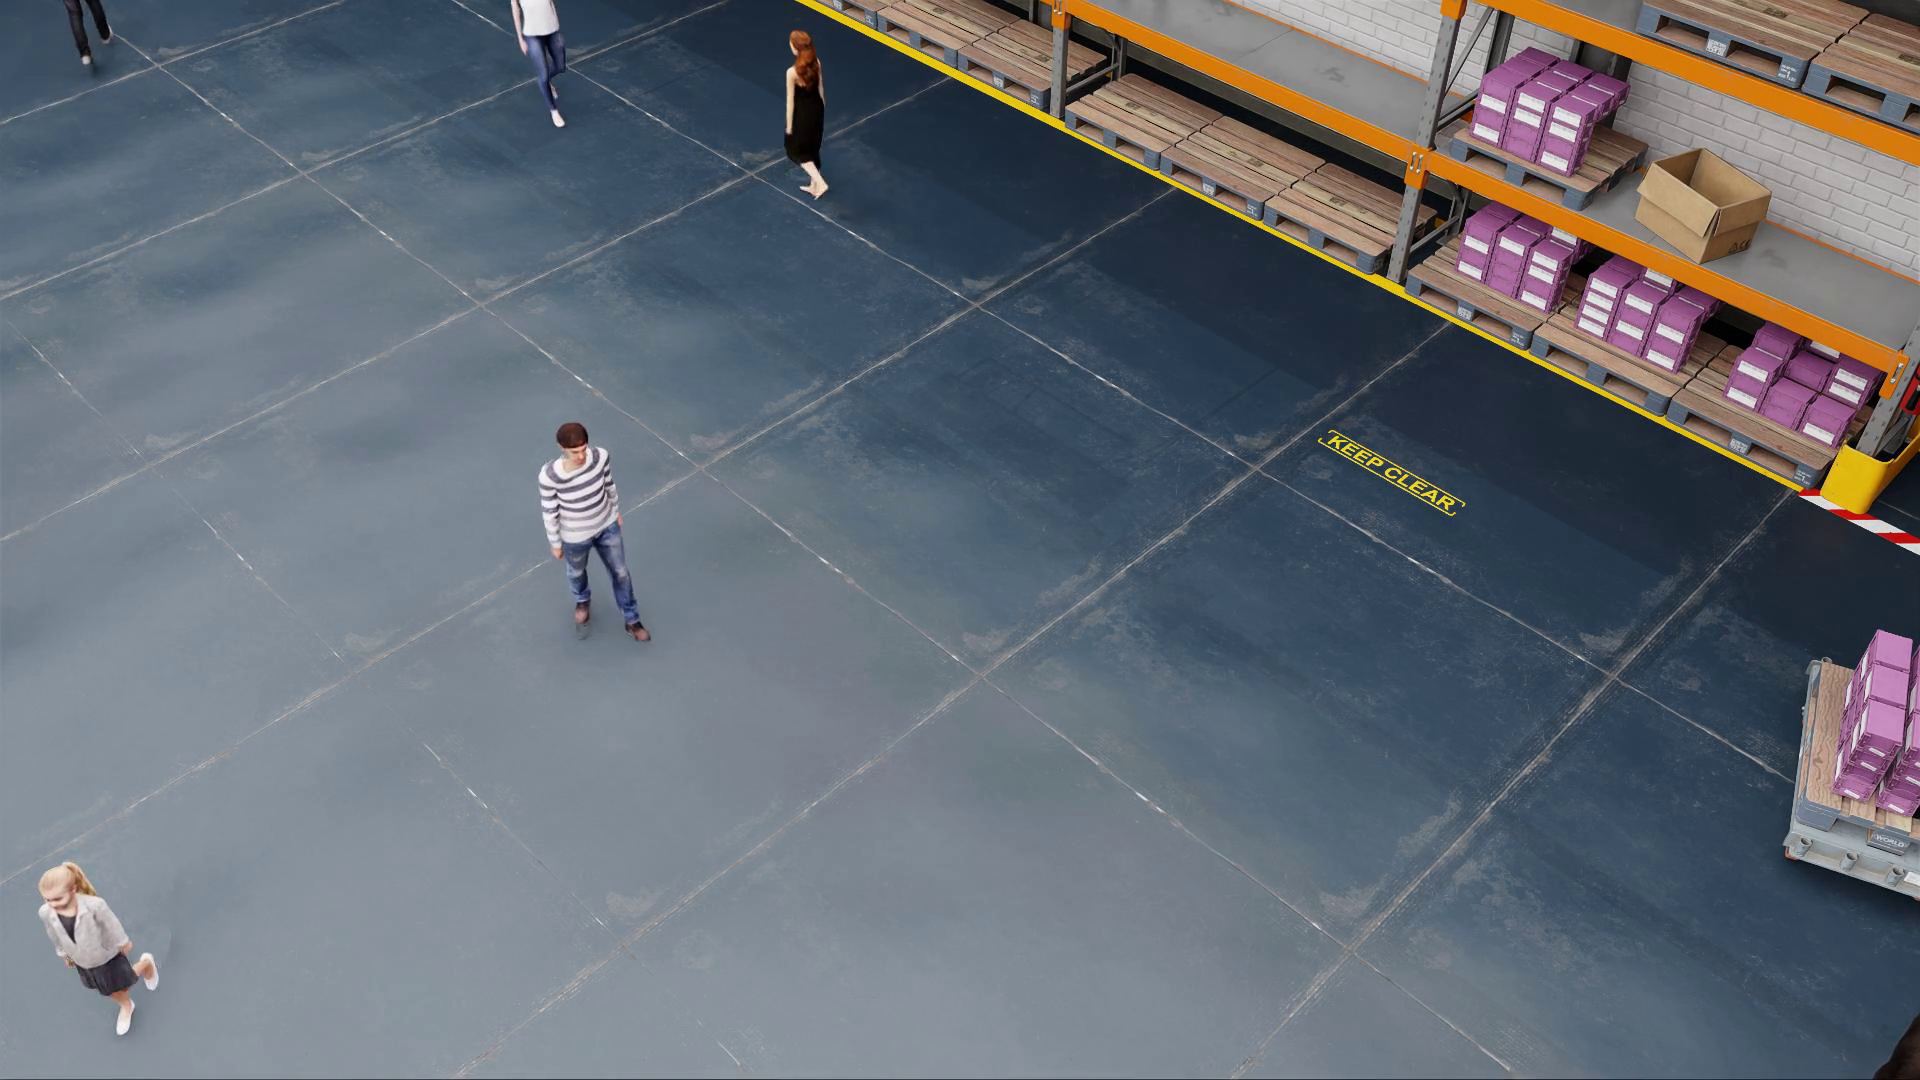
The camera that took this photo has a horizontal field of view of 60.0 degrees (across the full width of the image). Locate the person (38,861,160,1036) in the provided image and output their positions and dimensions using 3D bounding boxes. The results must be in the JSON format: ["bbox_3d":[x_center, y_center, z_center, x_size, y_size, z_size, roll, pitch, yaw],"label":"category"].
[{"bbox_3d":[-4.638,2.149,8.944,0.683,1.266,0.747,-2,44,-2],"label":"person"}]

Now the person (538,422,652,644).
[{"bbox_3d":[-2.476,-0.124,10.927,0.821,1.822,1.002,-19,47,-19],"label":"person"}]

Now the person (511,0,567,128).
[{"bbox_3d":[-4.049,-4.873,15.980,0.693,1.727,0.913,-24,49,-23],"label":"person"}]

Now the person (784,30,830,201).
[{"bbox_3d":[-1.314,-3.750,14.884,0.734,1.612,0.593,34,53,30],"label":"person"}]
